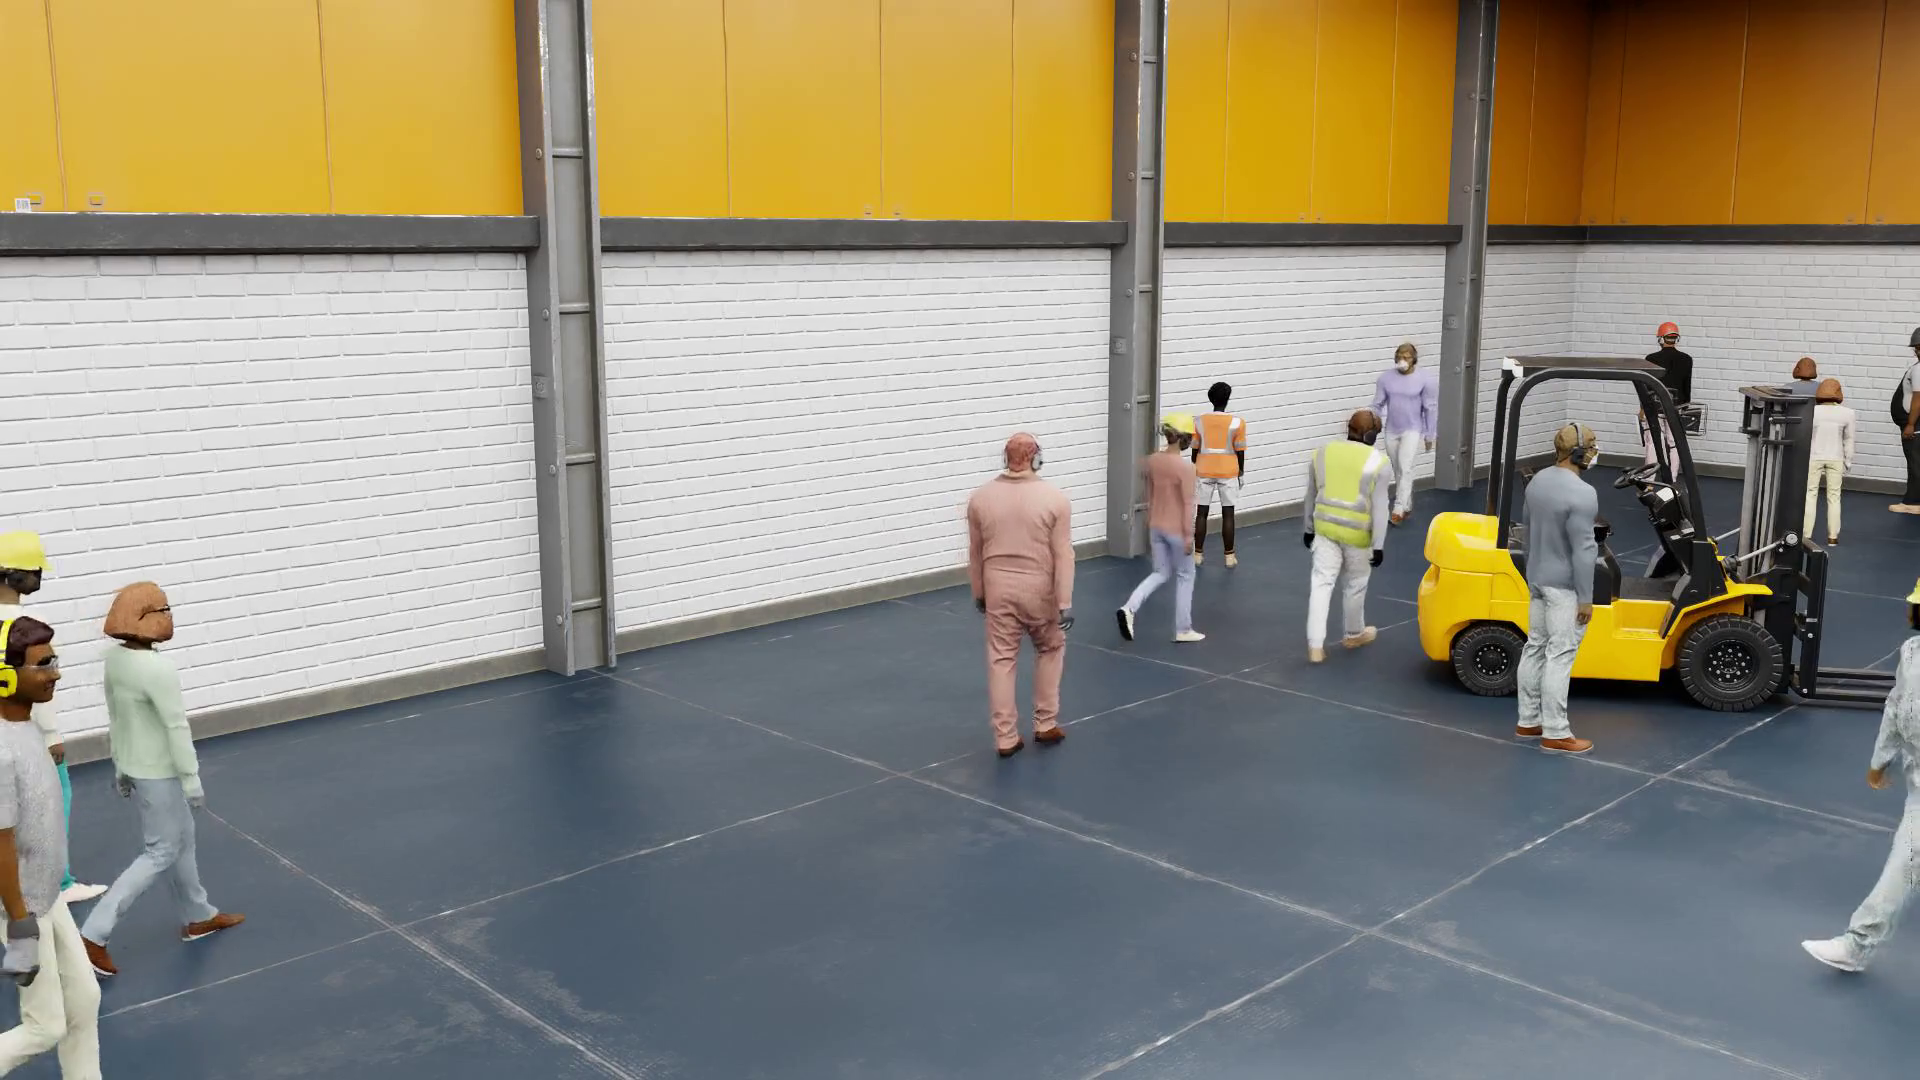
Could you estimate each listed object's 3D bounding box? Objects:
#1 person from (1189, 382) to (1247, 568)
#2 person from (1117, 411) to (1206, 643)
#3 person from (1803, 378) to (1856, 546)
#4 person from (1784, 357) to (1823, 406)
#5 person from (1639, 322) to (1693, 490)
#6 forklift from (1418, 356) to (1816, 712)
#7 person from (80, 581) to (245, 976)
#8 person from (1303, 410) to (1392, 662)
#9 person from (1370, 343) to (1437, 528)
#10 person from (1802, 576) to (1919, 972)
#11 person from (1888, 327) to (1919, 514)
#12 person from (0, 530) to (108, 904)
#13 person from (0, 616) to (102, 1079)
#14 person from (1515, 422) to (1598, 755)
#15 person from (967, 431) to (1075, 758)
[{"bbox_3d":[2.342,-0.593,15.144,0.531,1.691,0.321,4,11,20],"label":"person"},{"bbox_3d":[1.495,-0.077,12.177,0.661,1.735,0.530,-7,13,-34],"label":"person"},{"bbox_3d":[8.397,-0.755,16.174,0.507,1.631,0.279,3,11,17],"label":"person"},{"bbox_3d":[9.549,-1.252,18.873,0.505,1.634,0.275,1,10,6],"label":"person"},{"bbox_3d":[8.354,-1.587,19.751,0.617,1.986,0.400,-1,10,-7],"label":"person"},{"bbox_3d":[4.276,-0.101,11.076,2.313,2.155,1.214,2,11,13],"label":"forklift"},{"bbox_3d":[-3.371,0.965,6.862,0.502,1.610,0.749,9,14,41],"label":"person"},{"bbox_3d":[2.747,-0.031,11.856,0.698,1.783,0.932,8,13,36],"label":"person"},{"bbox_3d":[4.543,-1.084,17.264,0.656,1.893,0.983,9,14,40],"label":"person"},{"bbox_3d":[3.911,0.935,6.763,0.918,1.690,0.503,-1,10,-4],"label":"person"},{"bbox_3d":[10.419,-1.313,18.105,0.673,2.000,0.536,-8,13,-37],"label":"person"},{"bbox_3d":[-4.193,0.828,7.287,0.528,1.735,0.635,7,13,34],"label":"person"},{"bbox_3d":[-2.993,1.151,5.236,0.721,1.842,0.514,-4,11,-21],"label":"person"},{"bbox_3d":[3.501,0.276,9.715,0.352,1.937,0.635,-2,11,-10],"label":"person"},{"bbox_3d":[0.396,0.300,9.716,0.680,1.883,0.689,4,11,22],"label":"person"}]
